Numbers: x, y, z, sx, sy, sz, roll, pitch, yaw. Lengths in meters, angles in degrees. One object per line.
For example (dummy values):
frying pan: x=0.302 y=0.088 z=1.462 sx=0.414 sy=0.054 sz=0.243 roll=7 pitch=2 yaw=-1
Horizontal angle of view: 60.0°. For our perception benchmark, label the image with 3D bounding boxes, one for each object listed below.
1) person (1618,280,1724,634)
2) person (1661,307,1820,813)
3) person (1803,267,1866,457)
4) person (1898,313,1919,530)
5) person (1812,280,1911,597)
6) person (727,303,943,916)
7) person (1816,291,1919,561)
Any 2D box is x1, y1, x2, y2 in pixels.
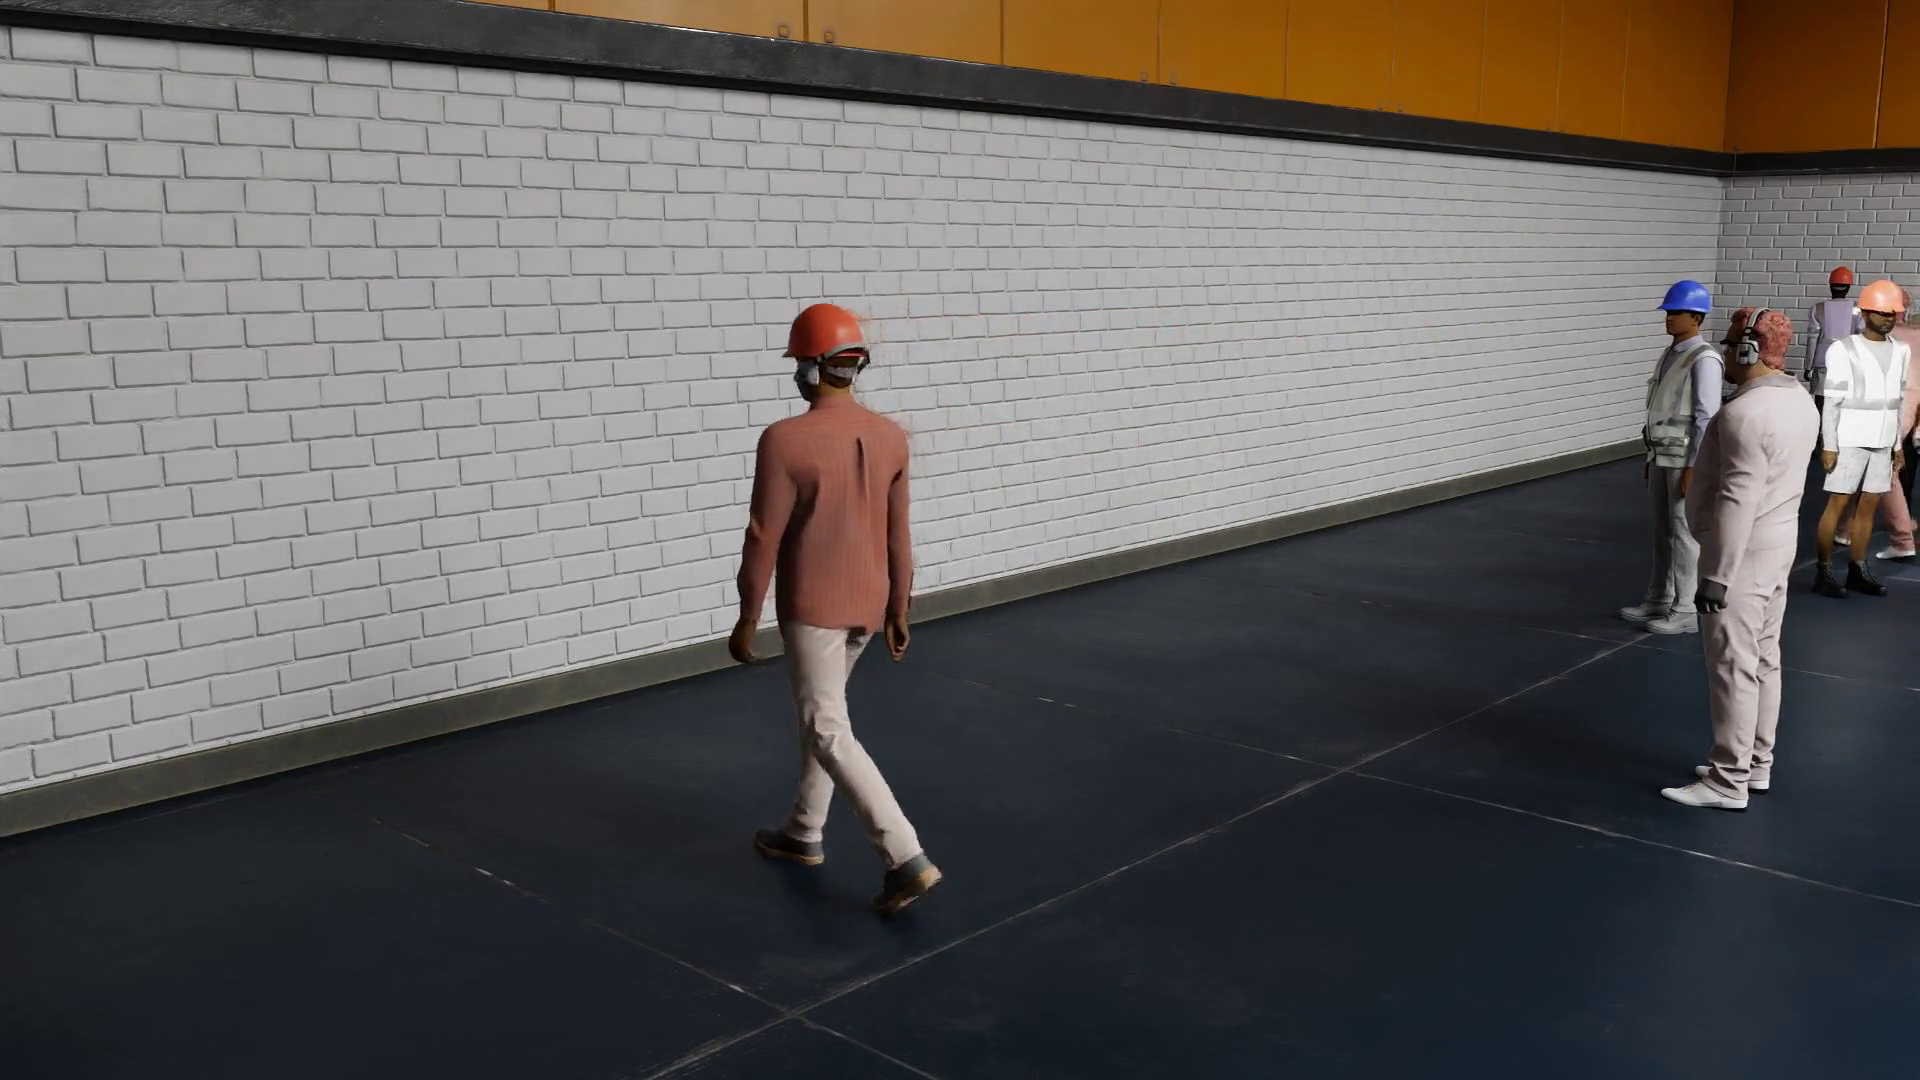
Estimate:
person: x=3.986 y=-0.457 z=9.241 sx=0.379 sy=1.951 sz=0.606 roll=0 pitch=10 yaw=-2
person: x=2.966 y=0.075 z=6.336 sx=0.409 sy=1.907 sz=0.651 roll=9 pitch=14 yaw=43
person: x=8.889 y=-1.800 z=16.921 sx=0.543 sy=1.939 sz=0.361 roll=4 pitch=11 yaw=22
person: x=7.239 y=-1.024 z=12.343 sx=0.397 sy=1.992 sz=0.623 roll=-6 pitch=12 yaw=-32
person: x=5.526 y=-0.607 z=10.134 sx=0.551 sy=1.934 sz=0.373 roll=-2 pitch=10 yaw=-11
person: x=-0.386 y=0.215 z=5.415 sx=0.946 sy=1.959 sz=0.610 roll=8 pitch=13 yaw=38
person: x=6.375 y=-0.805 z=11.533 sx=0.626 sy=1.843 sz=1.016 roll=-2 pitch=10 yaw=-13
